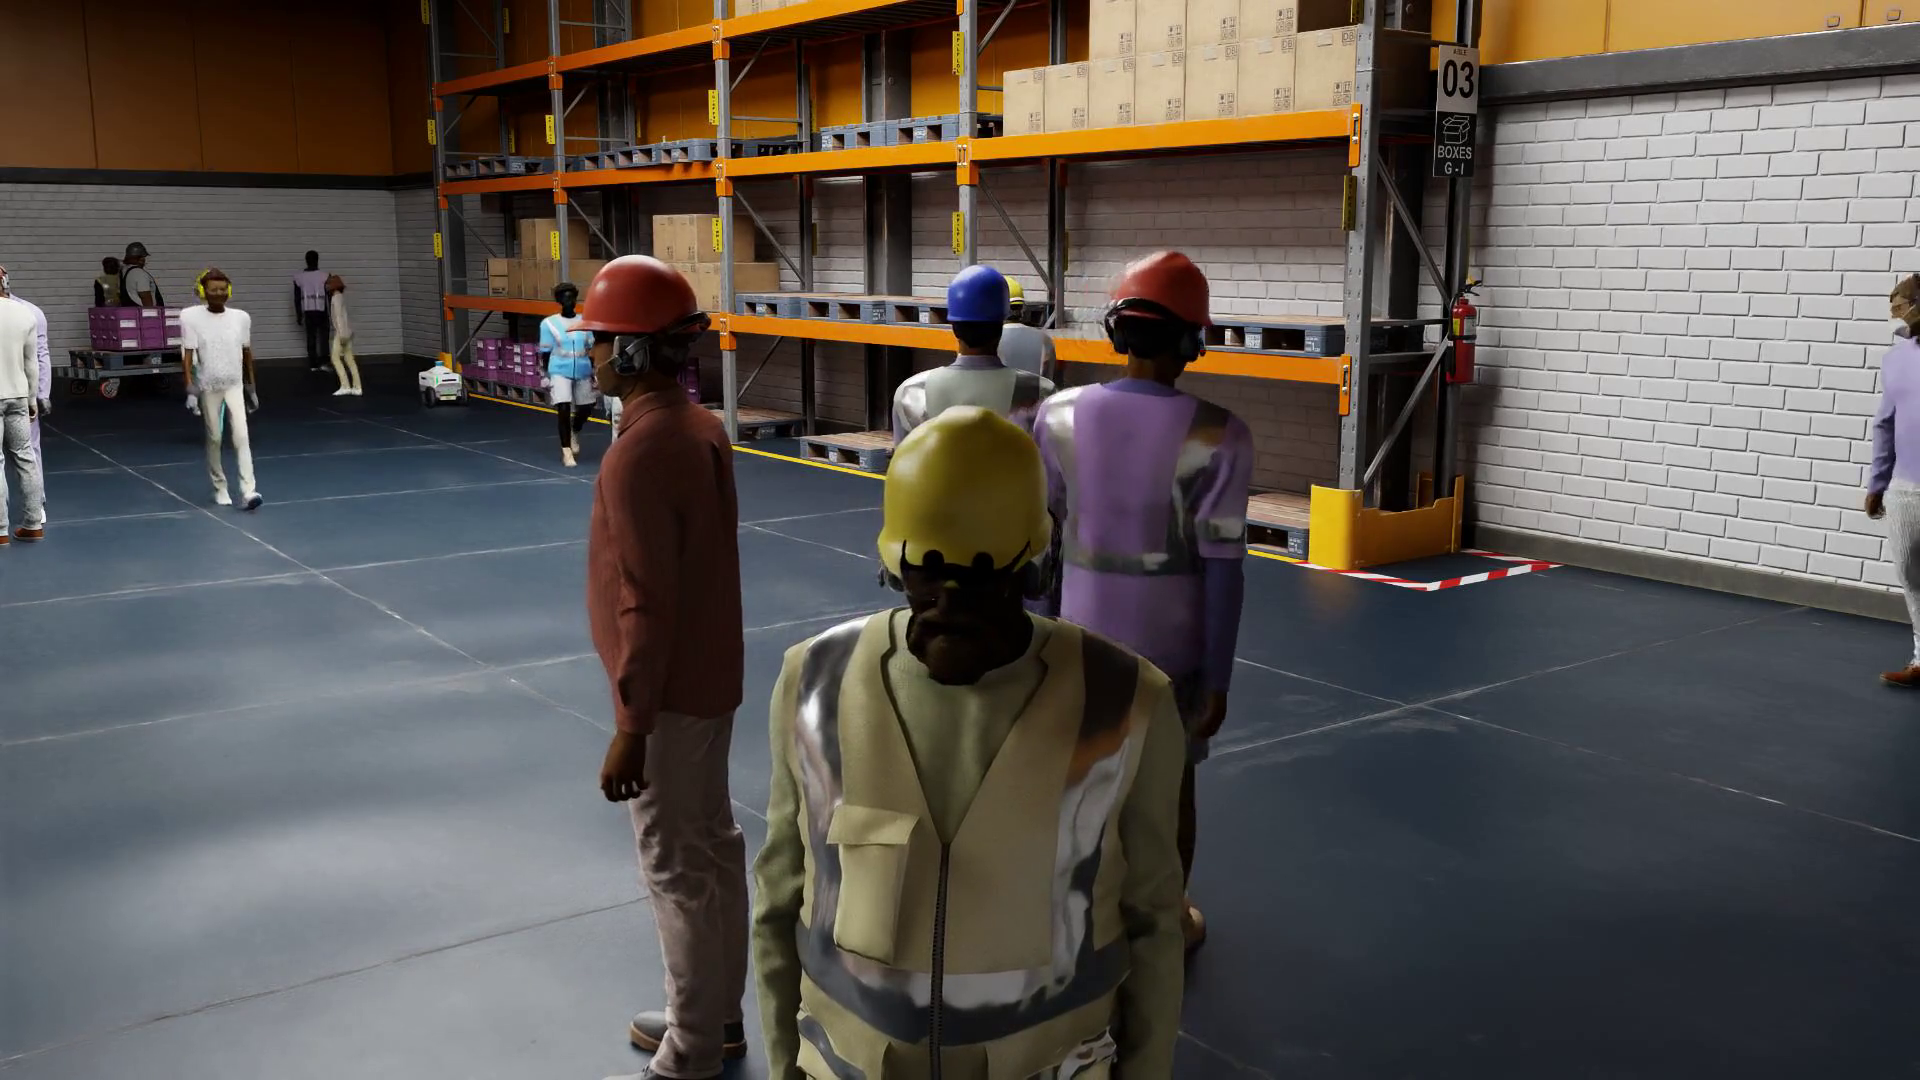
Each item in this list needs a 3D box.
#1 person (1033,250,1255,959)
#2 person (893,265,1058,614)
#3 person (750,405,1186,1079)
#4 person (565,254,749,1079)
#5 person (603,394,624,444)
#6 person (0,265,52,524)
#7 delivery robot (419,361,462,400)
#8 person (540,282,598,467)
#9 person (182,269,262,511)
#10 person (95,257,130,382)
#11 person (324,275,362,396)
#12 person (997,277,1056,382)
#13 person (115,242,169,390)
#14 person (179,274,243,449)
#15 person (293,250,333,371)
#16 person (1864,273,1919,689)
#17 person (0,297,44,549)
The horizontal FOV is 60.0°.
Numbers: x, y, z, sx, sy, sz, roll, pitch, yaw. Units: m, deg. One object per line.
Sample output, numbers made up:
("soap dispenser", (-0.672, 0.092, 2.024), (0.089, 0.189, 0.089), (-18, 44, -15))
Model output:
("person", (0.438, 0.258, 4.346), (0.629, 2.014, 0.939), (4, 11, 23))
("person", (0.071, 0.061, 5.602), (0.605, 1.951, 0.380), (2, 10, 13))
("person", (0.001, 0.724, 2.244), (0.588, 1.823, 0.403), (1, 10, 8))
("person", (-0.693, 0.348, 3.867), (0.393, 1.995, 0.612), (1, 10, 7))
("person", (-2.261, -0.918, 11.664), (0.492, 1.742, 0.321), (4, 11, 21))
("person", (-6.862, -1.042, 11.899), (0.652, 1.906, 0.408), (-3, 11, -18))
("delivery robot", (-6.463, -1.978, 20.667), (0.477, 0.478, 0.707), (-7, 12, -35))
("person", (-3.591, -1.523, 15.253), (0.542, 1.682, 0.613), (-5, 12, -28))
("person", (-5.575, -1.123, 12.587), (0.554, 1.817, 0.958), (-7, 12, -34))
("person", (-12.260, -3.195, 24.171), (0.442, 1.828, 0.633), (7, 12, 35))
("person", (-8.202, -2.717, 22.136), (0.461, 1.591, 0.533), (0, 10, -2))
("person", (0.294, -0.672, 10.079), (0.591, 1.823, 0.405), (-6, 12, -28))
("person", (-11.357, -3.117, 23.147), (0.673, 2.000, 0.535), (7, 13, 36))
("person", (-7.432, -1.772, 16.499), (0.538, 1.730, 0.884), (-2, 10, -12))
("person", (-10.217, -3.625, 26.384), (0.603, 1.927, 0.402), (-1, 10, -4))
("person", (4.374, -0.232, 7.407), (0.478, 1.894, 0.709), (-3, 10, -14))
("person", (-6.418, -0.906, 11.053), (0.373, 1.940, 0.628), (5, 11, 25))
